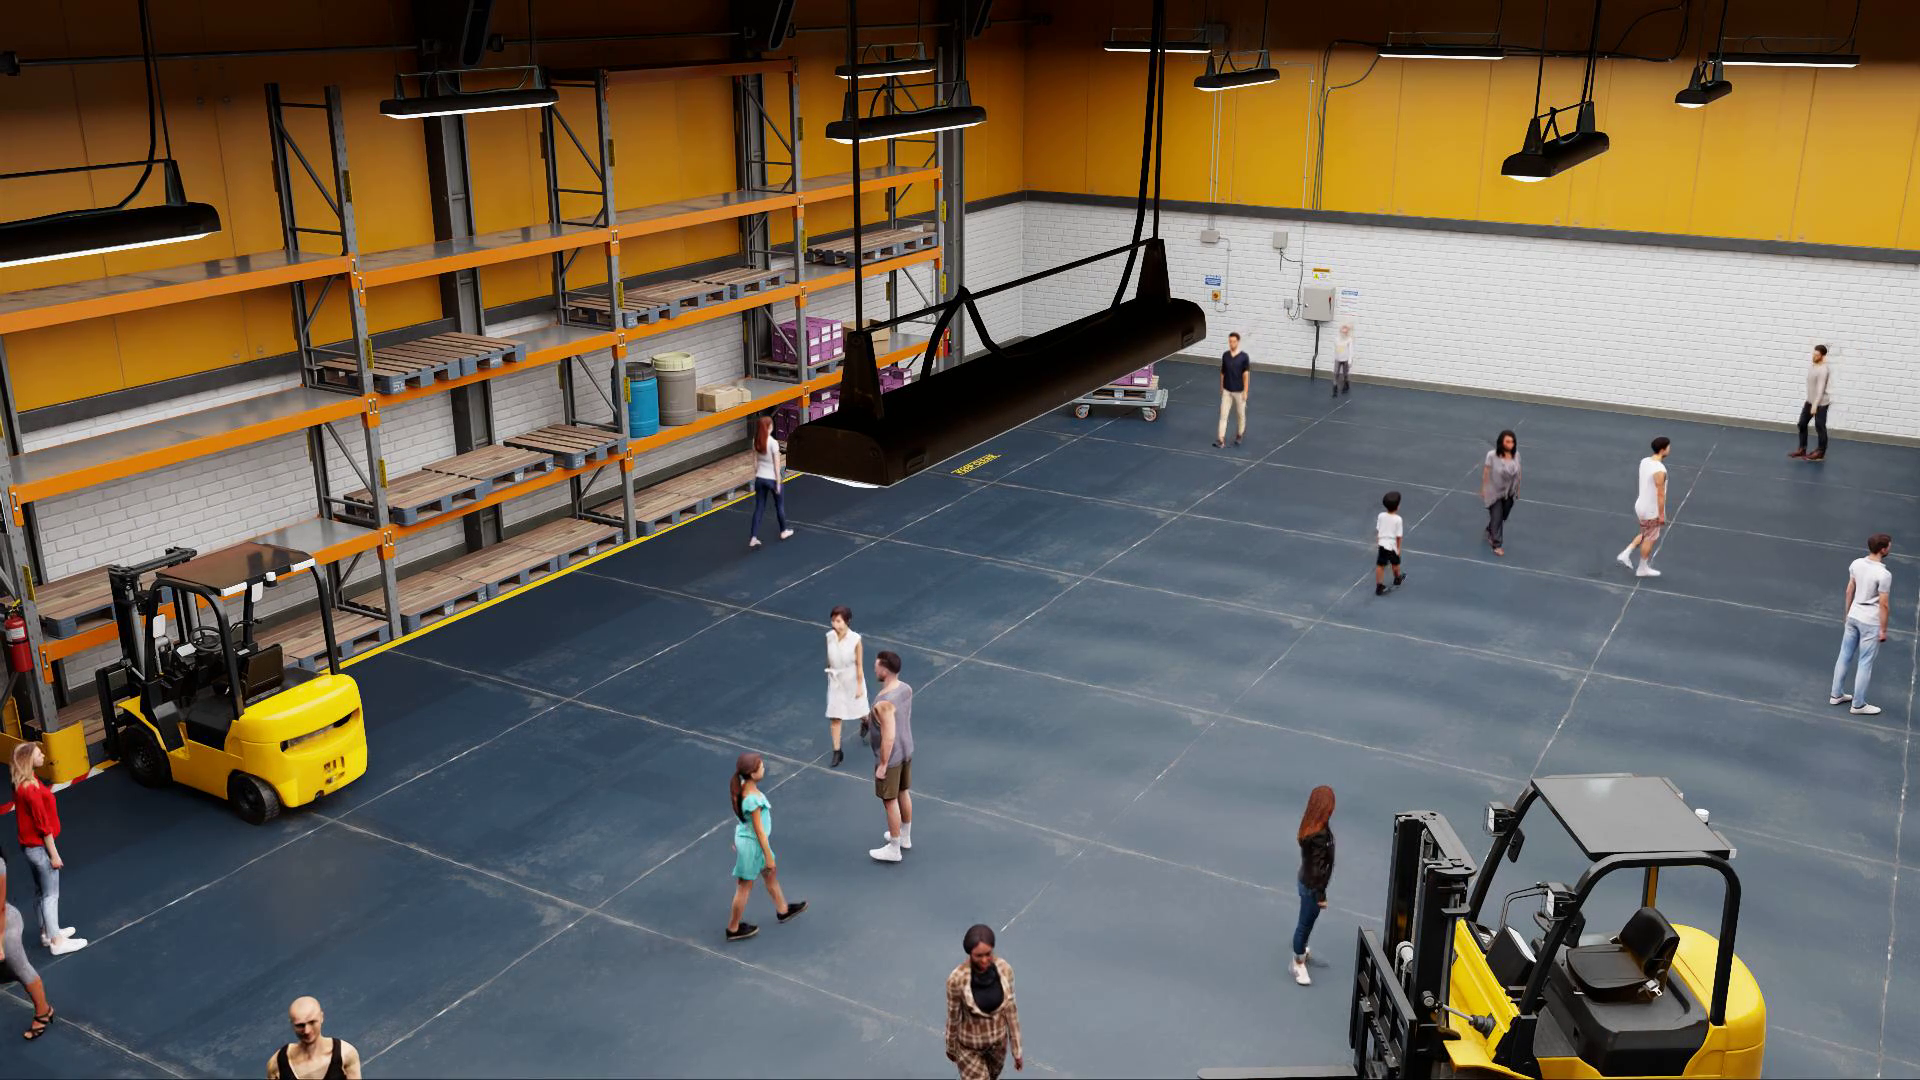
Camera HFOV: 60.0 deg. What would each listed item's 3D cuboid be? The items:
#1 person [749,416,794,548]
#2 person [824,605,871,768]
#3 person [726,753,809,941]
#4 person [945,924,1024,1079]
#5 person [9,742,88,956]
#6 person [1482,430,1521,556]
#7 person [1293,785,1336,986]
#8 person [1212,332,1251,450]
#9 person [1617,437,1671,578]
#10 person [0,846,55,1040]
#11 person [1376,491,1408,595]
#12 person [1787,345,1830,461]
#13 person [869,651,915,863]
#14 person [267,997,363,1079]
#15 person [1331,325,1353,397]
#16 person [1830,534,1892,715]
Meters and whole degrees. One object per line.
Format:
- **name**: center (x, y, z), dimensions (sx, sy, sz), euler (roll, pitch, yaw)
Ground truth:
- **person**: center (-2.532, -0.714, 21.412), dimensions (0.647, 1.703, 1.070), euler (9, 20, 24)
- **person**: center (-1.035, 1.328, 15.615), dimensions (0.681, 1.532, 1.003), euler (6, 20, 17)
- **person**: center (-1.649, 2.340, 12.607), dimensions (0.993, 1.534, 0.886), euler (-7, 20, -21)
- **person**: center (0.103, 3.068, 10.102), dimensions (1.077, 1.754, 1.039), euler (-9, 20, -24)
- **person**: center (-6.895, 2.298, 12.464), dimensions (0.600, 1.705, 0.665), euler (-17, 25, -42)
- **person**: center (6.934, -0.651, 21.409), dimensions (0.983, 1.585, 1.088), euler (-3, 19, -9)
- **person**: center (2.575, 2.508, 12.211), dimensions (0.779, 1.467, 0.553), euler (8, 20, 22)
- **person**: center (4.342, -2.338, 26.069), dimensions (0.673, 1.808, 1.123), euler (10, 21, 27)
- **person**: center (8.358, -0.390, 20.336), dimensions (0.875, 1.775, 0.830), euler (0, 19, 0)
- **person**: center (-6.482, 2.645, 11.349), dimensions (0.596, 1.759, 0.921), euler (11, 21, 29)
- **person**: center (5.091, 0.053, 19.858), dimensions (0.574, 1.240, 0.826), euler (14, 23, 36)
- **person**: center (13.066, -2.070, 25.263), dimensions (0.955, 1.814, 0.911), euler (1, 19, 4)
- **person**: center (-0.550, 1.763, 13.737), dimensions (0.724, 1.838, 0.535), euler (8, 20, 22)
- **person**: center (-3.525, 3.333, 9.216), dimensions (0.688, 1.816, 0.759), euler (-6, 19, -16)
- **person**: center (6.788, -3.198, 29.480), dimensions (0.586, 1.261, 0.930), euler (9, 21, 25)
- **person**: center (9.041, 0.819, 16.625), dimensions (0.767, 1.851, 0.714), euler (-5, 19, -16)
